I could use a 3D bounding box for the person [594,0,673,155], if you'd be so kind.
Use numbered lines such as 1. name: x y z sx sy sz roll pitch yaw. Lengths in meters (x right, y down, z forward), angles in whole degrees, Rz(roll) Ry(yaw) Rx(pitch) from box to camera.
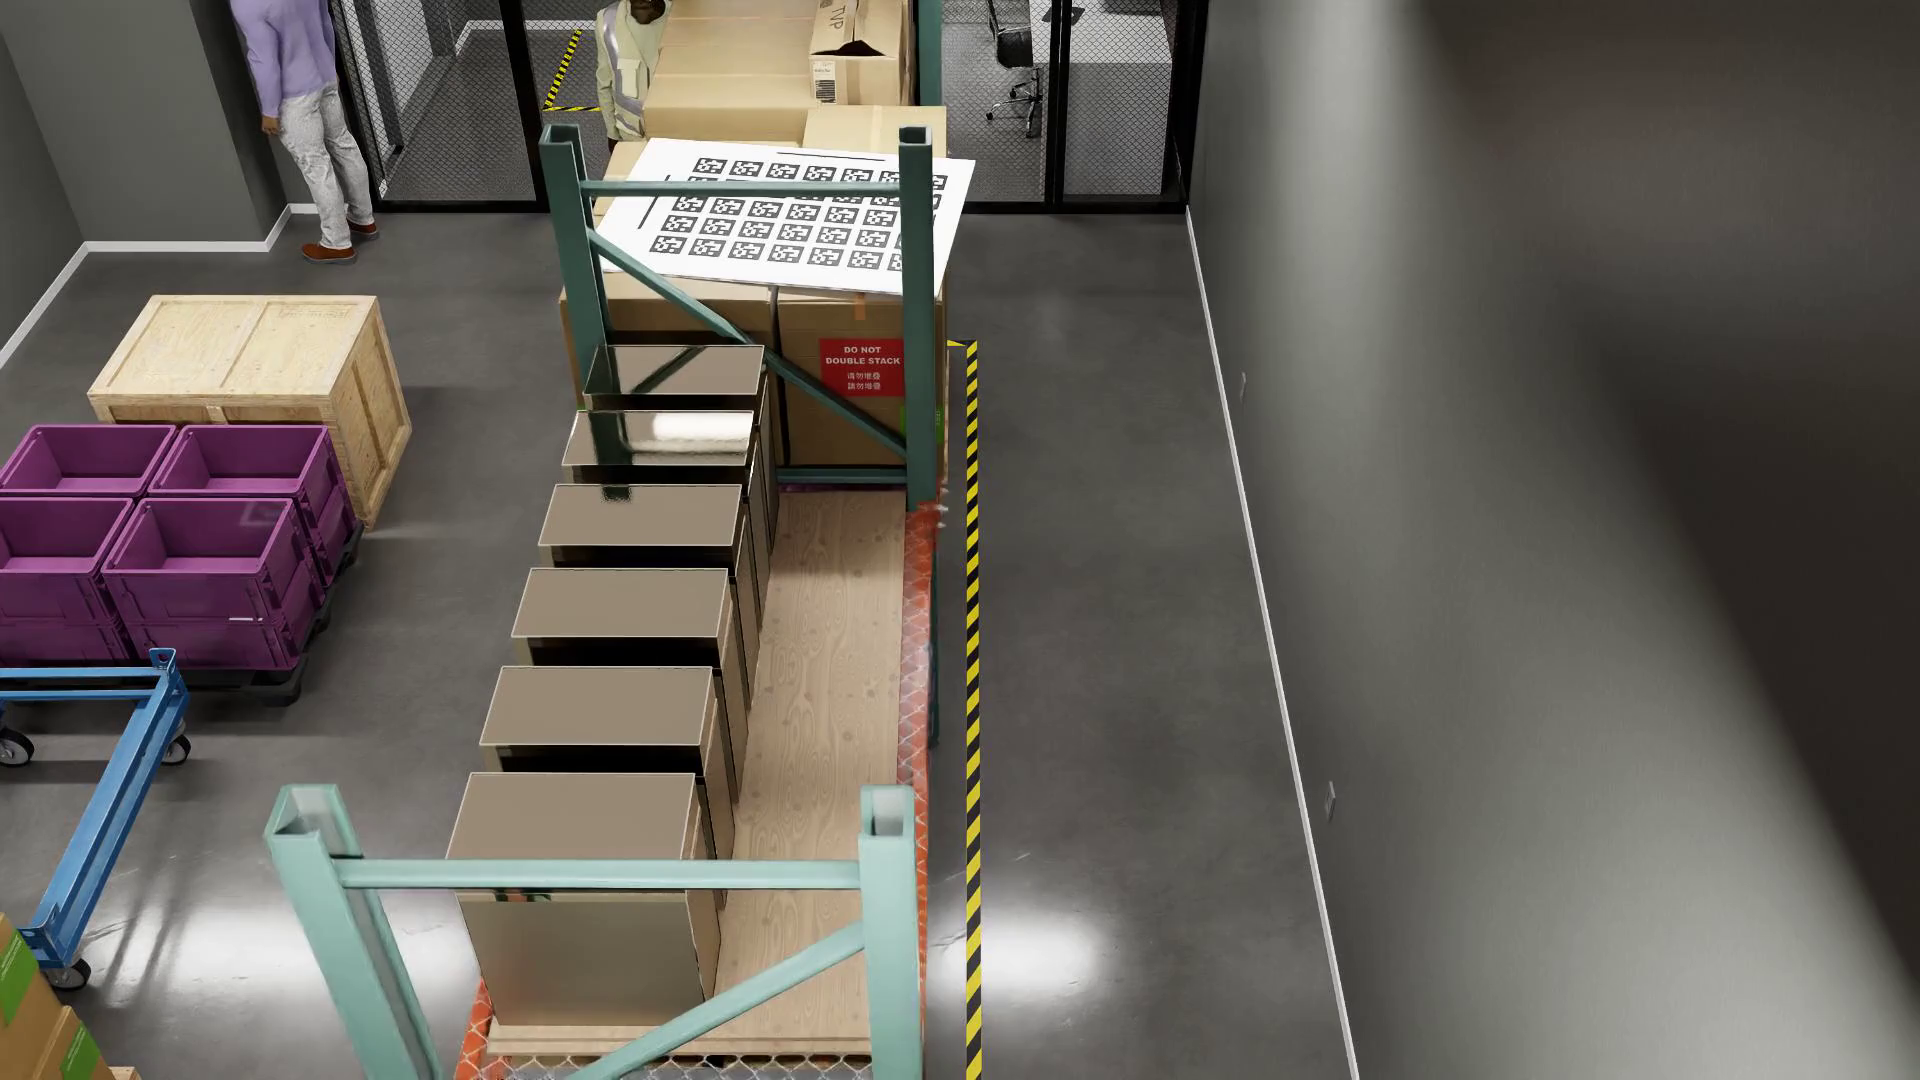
1. person: -1.502 -2.075 8.340 0.590 1.830 0.404 0 41 0

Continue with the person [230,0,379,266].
1. person: -3.400 -2.336 8.557 0.373 1.940 0.629 11 42 12
